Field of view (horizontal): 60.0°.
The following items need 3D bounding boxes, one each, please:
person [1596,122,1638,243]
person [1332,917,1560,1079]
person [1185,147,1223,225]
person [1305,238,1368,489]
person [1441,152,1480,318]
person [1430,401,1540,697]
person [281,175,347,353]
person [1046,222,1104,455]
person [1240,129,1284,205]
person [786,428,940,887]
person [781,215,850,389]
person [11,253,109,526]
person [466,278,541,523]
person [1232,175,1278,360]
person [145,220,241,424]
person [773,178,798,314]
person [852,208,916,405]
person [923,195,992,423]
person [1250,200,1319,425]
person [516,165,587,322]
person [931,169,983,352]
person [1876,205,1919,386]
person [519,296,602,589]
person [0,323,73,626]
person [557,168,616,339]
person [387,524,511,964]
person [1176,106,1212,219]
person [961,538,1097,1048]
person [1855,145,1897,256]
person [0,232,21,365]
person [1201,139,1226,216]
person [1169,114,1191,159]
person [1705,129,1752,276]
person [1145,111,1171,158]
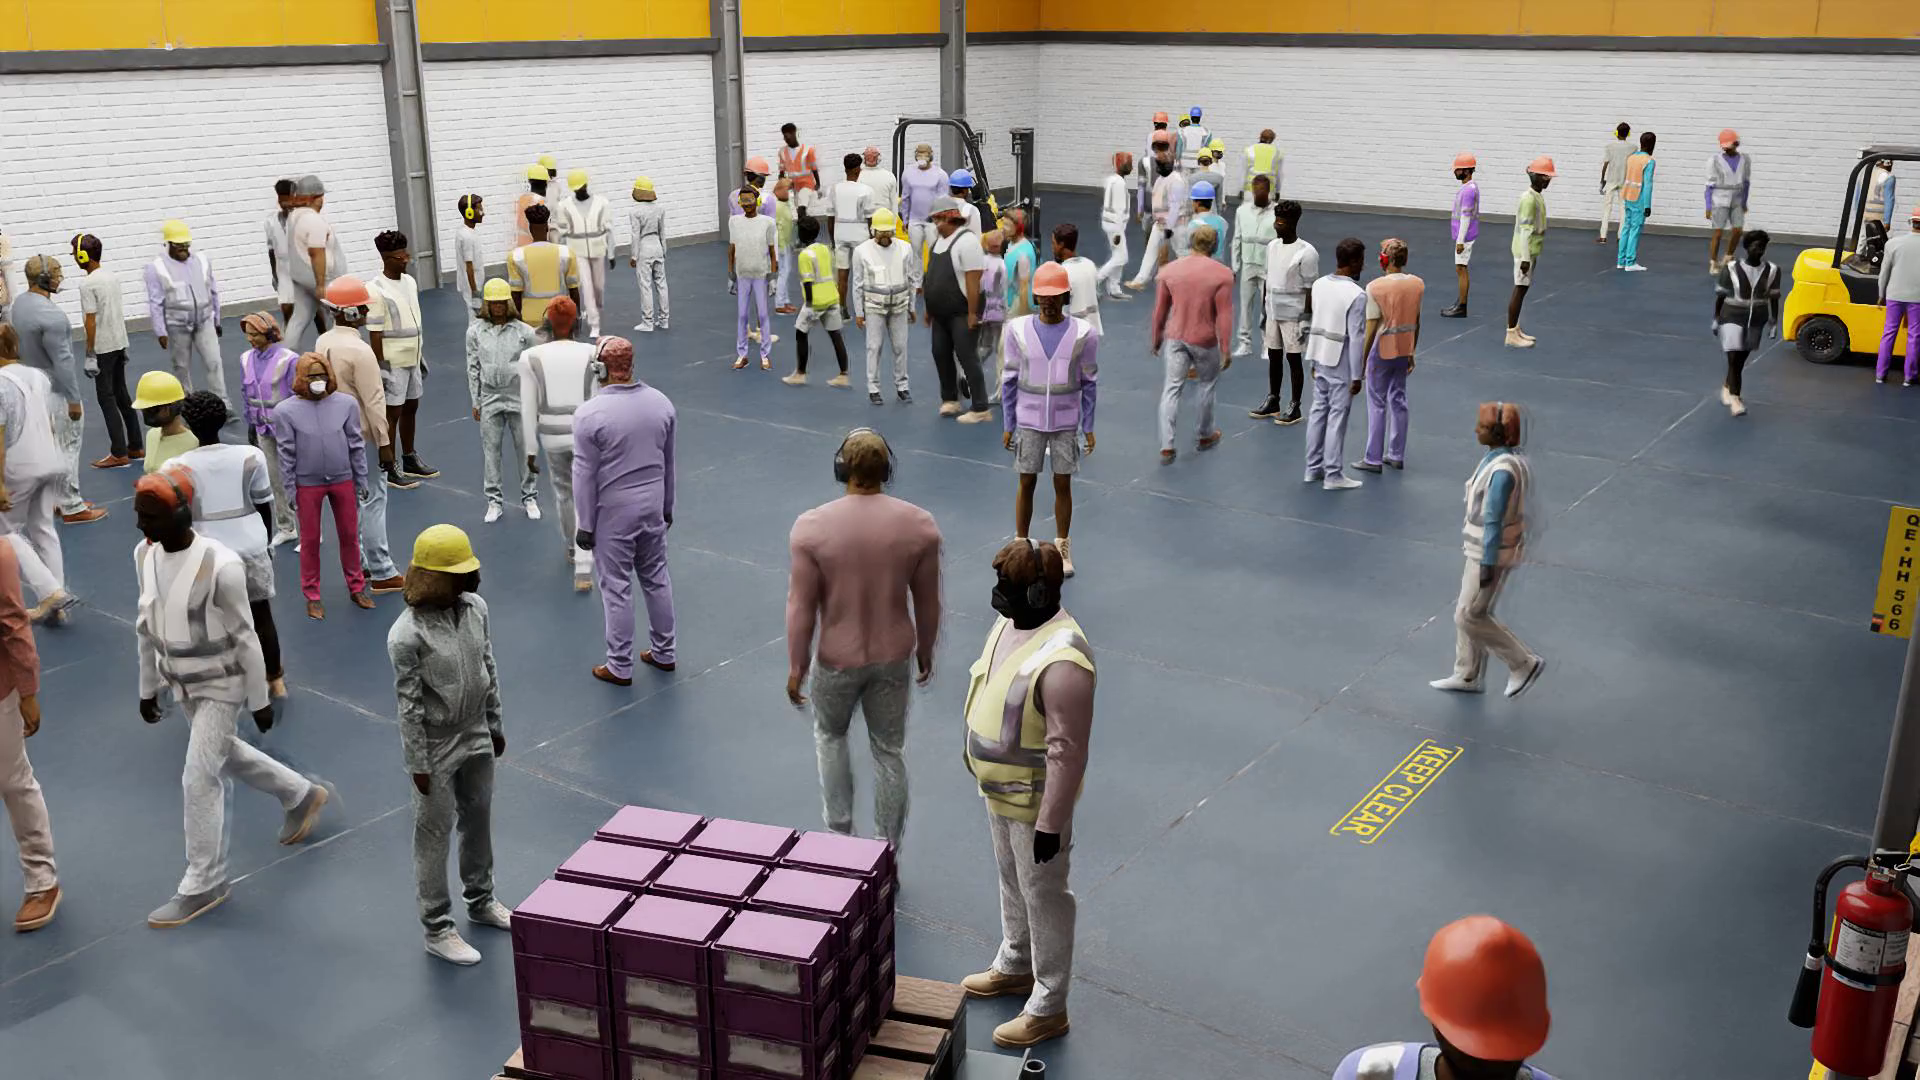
[{"bbox_3d":[10.267,-5.573,25.992,0.508,1.861,0.328,3,18,10],"label":"person"},{"bbox_3d":[0.967,1.624,3.338,0.552,1.938,0.356,7,19,20],"label":"person"},{"bbox_3d":[3.283,-4.397,22.463,0.533,1.762,0.328,-5,19,-17],"label":"person"},{"bbox_3d":[2.853,-1.331,12.642,0.386,1.910,0.593,-8,19,-23],"label":"person"},{"bbox_3d":[5.944,-3.613,19.743,0.389,1.930,0.544,5,18,15],"label":"person"},{"bbox_3d":[2.794,0.075,8.692,0.448,1.625,0.537,3,18,10],"label":"person"},{"bbox_3d":[-6.413,-2.651,16.547,1.036,2.000,0.703,-16,24,-41],"label":"person"},{"bbox_3d":[0.924,-1.613,13.523,0.433,1.908,0.645,12,21,33],"label":"person"},{"bbox_3d":[4.582,-5.320,25.286,0.651,1.804,0.470,2,18,7],"label":"person"},{"bbox_3d":[-0.407,0.479,6.940,0.677,1.924,0.653,-5,19,-17],"label":"person"},{"bbox_3d":[-1.392,-2.288,16.031,0.743,1.649,0.539,10,20,28],"label":"person"},{"bbox_3d":[-6.381,-1.049,11.725,0.636,1.930,0.371,15,23,38],"label":"person"},{"bbox_3d":[-3.235,-0.990,11.833,0.487,1.746,0.287,-4,18,-13],"label":"person"},{"bbox_3d":[3.149,-2.844,17.396,0.626,1.909,0.393,9,20,27],"label":"person"},{"bbox_3d":[-6.683,-1.871,14.489,0.628,1.795,0.838,-17,24,-42],"label":"person"},{"bbox_3d":[-2.114,-3.534,19.986,0.321,1.616,0.539,3,18,9],"label":"person"},{"bbox_3d":[-0.694,-2.152,15.356,0.601,1.817,0.403,-6,19,-18],"label":"person"},{"bbox_3d":[-0.052,-2.087,14.784,0.548,2.000,0.721,-11,21,-30],"label":"person"},{"bbox_3d":[2.858,-1.996,14.621,0.362,1.963,0.614,-11,21,-30],"label":"person"},{"bbox_3d":[-4.703,-3.260,18.722,0.598,1.867,0.988,17,24,42],"label":"person"},{"bbox_3d":[-0.014,-2.914,17.521,0.615,1.945,0.405,12,21,33],"label":"person"},{"bbox_3d":[9.241,-2.387,16.186,0.564,1.752,0.336,16,24,41],"label":"person"},{"bbox_3d":[-2.463,-0.639,10.604,0.598,1.836,0.998,-3,18,-9],"label":"person"},{"bbox_3d":[-5.507,-0.372,9.787,0.446,1.808,0.565,5,18,14],"label":"person"},{"bbox_3d":[-4.199,-3.257,18.738,0.615,1.872,0.881,-5,18,-14],"label":"person"},{"bbox_3d":[-1.912,0.771,6.339,0.321,1.738,0.484,9,20,25],"label":"person"},{"bbox_3d":[4.030,-6.480,28.700,0.601,1.939,0.411,3,18,8],"label":"person"},{"bbox_3d":[0.227,0.877,5.837,0.429,1.844,0.627,-6,19,-18],"label":"person"},{"bbox_3d":[12.077,-4.270,21.949,0.404,1.830,0.603,-4,18,-13],"label":"person"},{"bbox_3d":[-9.137,-2.307,15.672,0.553,1.909,0.810,-6,19,-18],"label":"person"},{"bbox_3d":[3.651,-4.874,23.945,0.312,1.769,0.522,17,24,42],"label":"person"},{"bbox_3d":[3.985,-6.727,29.763,0.532,1.756,0.344,-3,18,-9],"label":"person"},{"bbox_3d":[10.490,-4.614,22.769,0.697,1.994,0.531,-1,18,-3],"label":"person"},{"bbox_3d":[3.272,-6.076,27.427,0.358,1.936,0.552,-9,20,-26],"label":"person"}]
